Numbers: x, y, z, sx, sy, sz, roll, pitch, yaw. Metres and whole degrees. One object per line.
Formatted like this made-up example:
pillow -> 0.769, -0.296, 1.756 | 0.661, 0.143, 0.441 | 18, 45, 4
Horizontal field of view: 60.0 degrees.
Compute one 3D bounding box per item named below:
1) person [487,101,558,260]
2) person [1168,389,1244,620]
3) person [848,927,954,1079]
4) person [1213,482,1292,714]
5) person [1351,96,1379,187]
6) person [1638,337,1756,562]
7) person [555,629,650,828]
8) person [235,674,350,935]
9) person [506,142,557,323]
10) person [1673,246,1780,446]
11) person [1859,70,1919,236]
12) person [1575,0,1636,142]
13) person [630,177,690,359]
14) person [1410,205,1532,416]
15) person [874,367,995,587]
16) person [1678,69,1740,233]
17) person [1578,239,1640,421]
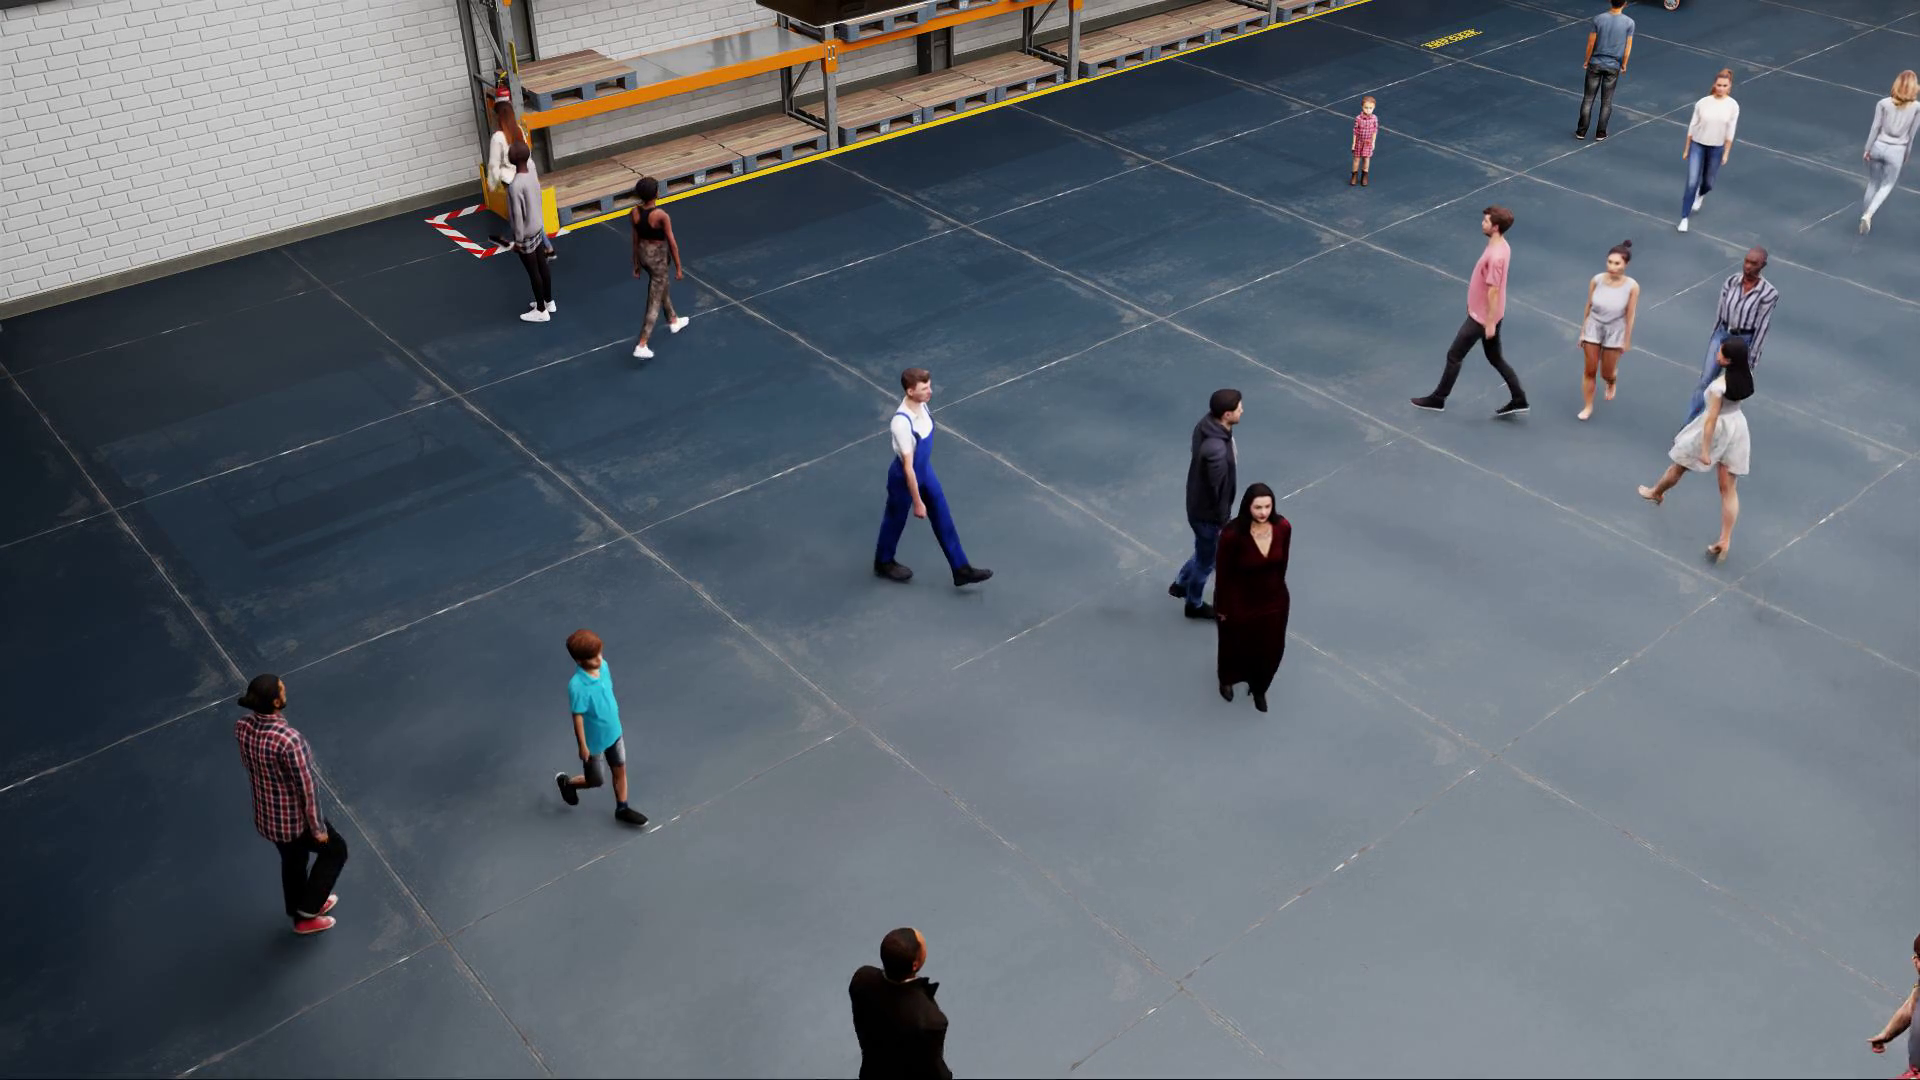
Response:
person -> -4.488, -3.625, 17.021 | 1.004, 1.645, 1.152 | 15, 36, 21
person -> 1.660, -0.221, 11.691 | 0.873, 1.877, 0.820 | 0, 34, 0
person -> -0.331, 2.534, 7.561 | 0.929, 1.859, 1.327 | 22, 40, 30
person -> 1.877, 0.329, 10.983 | 0.850, 1.744, 0.908 | -7, 34, -10
person -> 4.632, -4.572, 19.009 | 0.498, 1.021, 0.553 | 5, 34, 8
person -> 5.740, -0.652, 12.482 | 1.224, 1.718, 0.957 | -11, 35, -16
person -> -2.238, 1.134, 10.048 | 0.786, 1.438, 0.847 | 15, 36, 21
person -> -3.745, 1.540, 9.162 | 0.829, 1.743, 0.797 | 16, 37, 23
person -> -4.110, -2.952, 15.897 | 0.756, 1.770, 0.682 | 5, 34, 7
person -> 6.520, -1.617, 13.912 | 1.178, 1.742, 0.703 | -28, 43, -36
person -> 9.745, -4.020, 17.494 | 0.751, 1.779, 0.963 | 20, 39, 28
person -> 7.771, -5.726, 20.033 | 0.727, 1.810, 0.723 | 11, 35, 16
person -> -2.847, -2.467, 15.274 | 0.931, 1.651, 1.261 | 15, 37, 22
person -> 4.573, -1.878, 14.149 | 1.128, 1.914, 1.256 | 12, 35, 17
person -> -0.441, -0.442, 12.091 | 1.072, 1.802, 1.204 | 12, 36, 18
person -> 7.998, -4.191, 17.821 | 0.883, 1.701, 1.068 | 14, 36, 20
person -> 5.583, -1.826, 14.343 | 0.668, 1.613, 0.773 | 20, 39, 27
